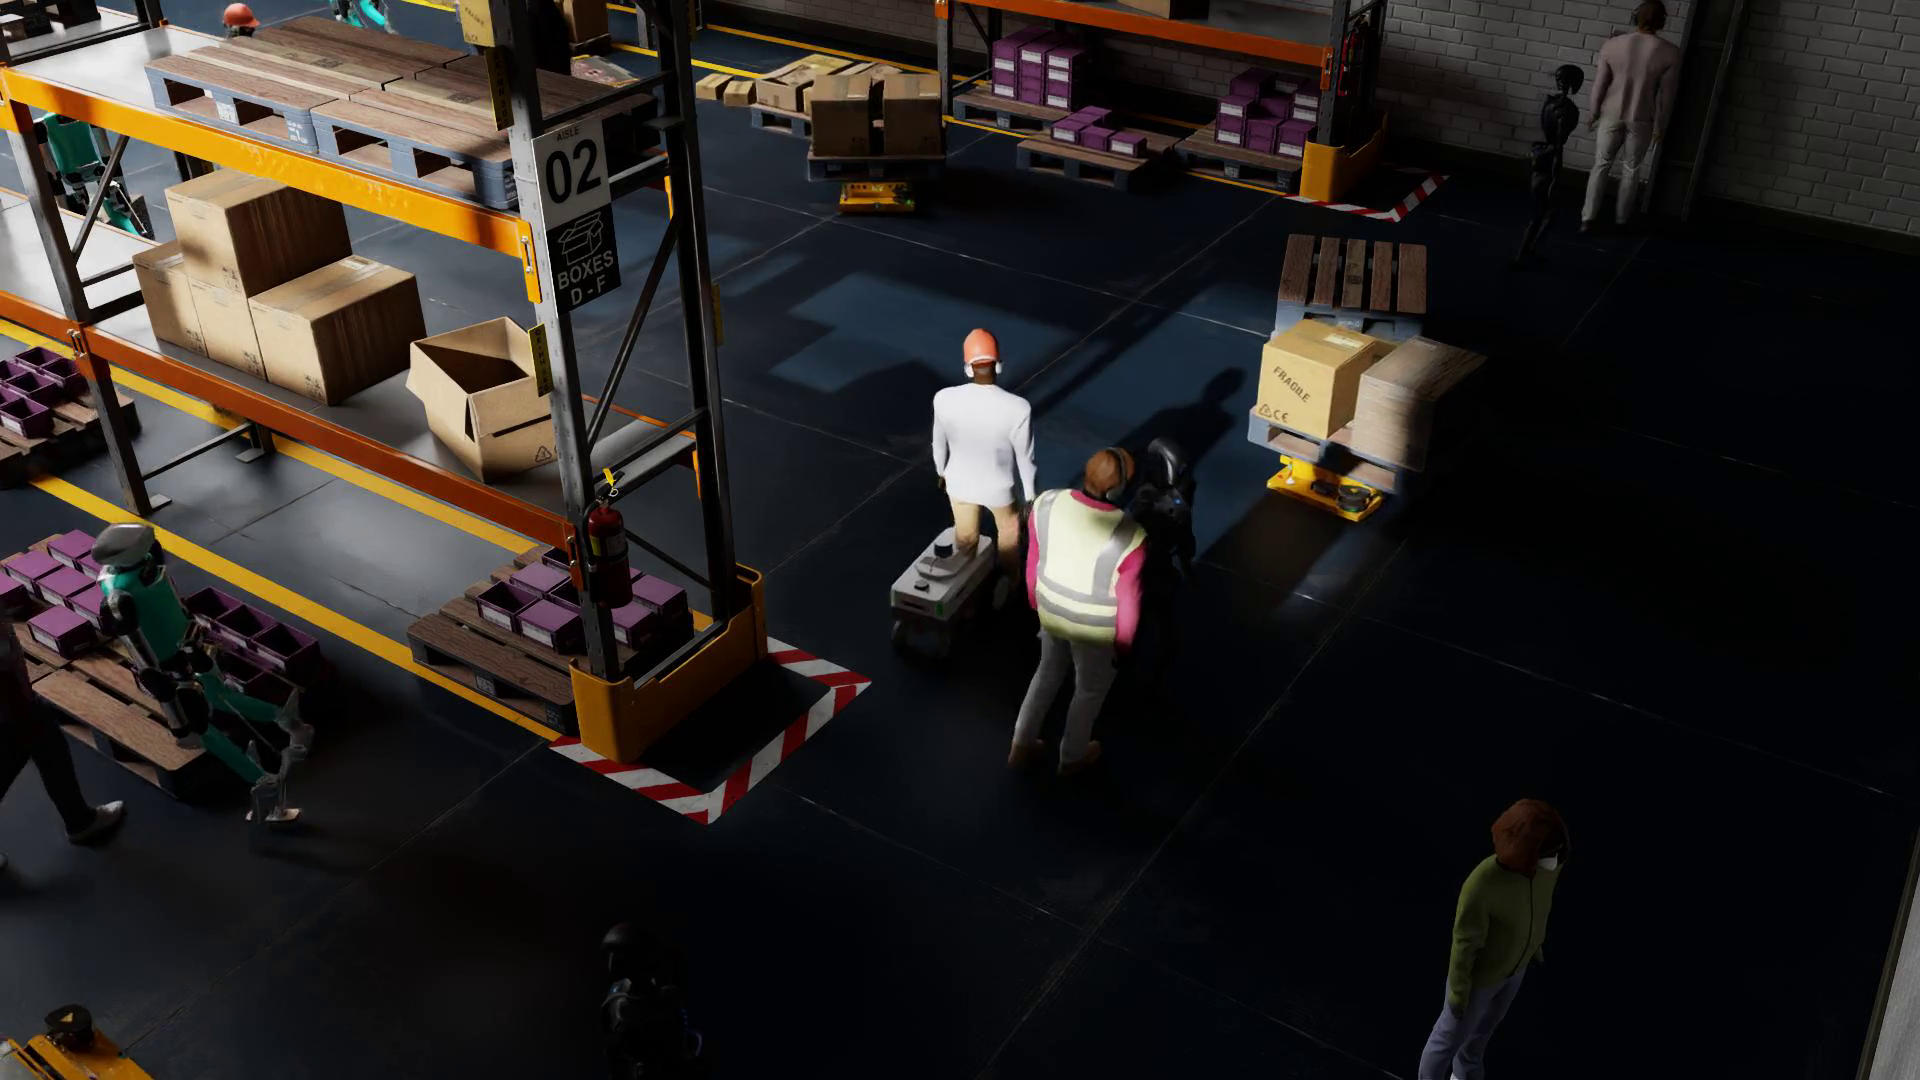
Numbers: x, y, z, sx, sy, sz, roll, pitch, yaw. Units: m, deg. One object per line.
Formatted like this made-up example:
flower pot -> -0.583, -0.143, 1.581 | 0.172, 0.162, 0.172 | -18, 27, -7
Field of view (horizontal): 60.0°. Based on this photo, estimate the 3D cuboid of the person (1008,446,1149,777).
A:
person -> 0.574, 0.385, 7.877 | 0.634, 1.811, 0.513 | 22, 39, 30

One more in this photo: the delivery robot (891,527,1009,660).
delivery robot -> -0.078, 0.247, 9.244 | 0.499, 0.609, 0.794 | 15, 36, 22

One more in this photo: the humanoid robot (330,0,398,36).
humanoid robot -> -6.053, -5.415, 16.885 | 1.062, 1.735, 0.553 | 28, 42, 36

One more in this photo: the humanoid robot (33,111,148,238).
humanoid robot -> -6.234, -2.436, 12.149 | 0.735, 1.677, 0.533 | 23, 40, 31

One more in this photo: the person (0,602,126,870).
person -> -4.315, 0.708, 7.360 | 0.523, 1.820, 0.692 | 19, 38, 27

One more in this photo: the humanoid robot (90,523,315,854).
humanoid robot -> -3.266, 0.713, 7.492 | 0.773, 1.833, 0.548 | -4, 33, -7

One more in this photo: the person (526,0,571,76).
person -> -3.633, -4.018, 14.517 | 0.510, 1.934, 0.456 | -21, 39, -29

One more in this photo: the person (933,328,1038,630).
person -> 0.158, -0.359, 9.092 | 0.607, 1.711, 0.714 | 10, 34, 15

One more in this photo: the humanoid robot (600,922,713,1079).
humanoid robot -> -1.064, 1.894, 5.713 | 0.810, 1.618, 0.598 | 8, 34, 11

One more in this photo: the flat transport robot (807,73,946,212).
flat transport robot -> -0.729, -3.291, 14.931 | 0.659, 0.231, 1.431 | -1, 33, -1

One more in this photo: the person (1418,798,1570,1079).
person -> 1.984, 1.594, 6.168 | 0.498, 1.633, 0.282 | -19, 38, -27

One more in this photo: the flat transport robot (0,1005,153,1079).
flat transport robot -> -3.800, 2.375, 6.223 | 0.659, 0.231, 1.431 | 23, 39, 31

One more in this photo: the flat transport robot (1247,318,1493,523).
flat transport robot -> 2.643, -0.570, 10.749 | 0.659, 0.231, 1.431 | 25, 40, 33

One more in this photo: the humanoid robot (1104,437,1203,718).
humanoid robot -> 0.937, 0.180, 8.314 | 0.405, 1.640, 0.601 | 29, 43, 36

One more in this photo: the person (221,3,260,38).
person -> -6.060, -3.778, 14.362 | 0.885, 1.702, 0.558 | -4, 33, -5

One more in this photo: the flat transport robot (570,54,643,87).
flat transport robot -> -3.811, -4.724, 17.133 | 0.659, 0.231, 1.431 | -22, 39, -30

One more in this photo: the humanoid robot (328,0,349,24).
humanoid robot -> -6.932, -6.141, 17.990 | 0.808, 1.802, 0.558 | -18, 37, -25

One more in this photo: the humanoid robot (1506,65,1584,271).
humanoid robot -> 4.636, -2.903, 13.048 | 0.458, 1.642, 0.607 | 6, 33, 8

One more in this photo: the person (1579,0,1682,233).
person -> 5.477, -3.429, 13.643 | 0.658, 1.950, 0.525 | 15, 36, 22
